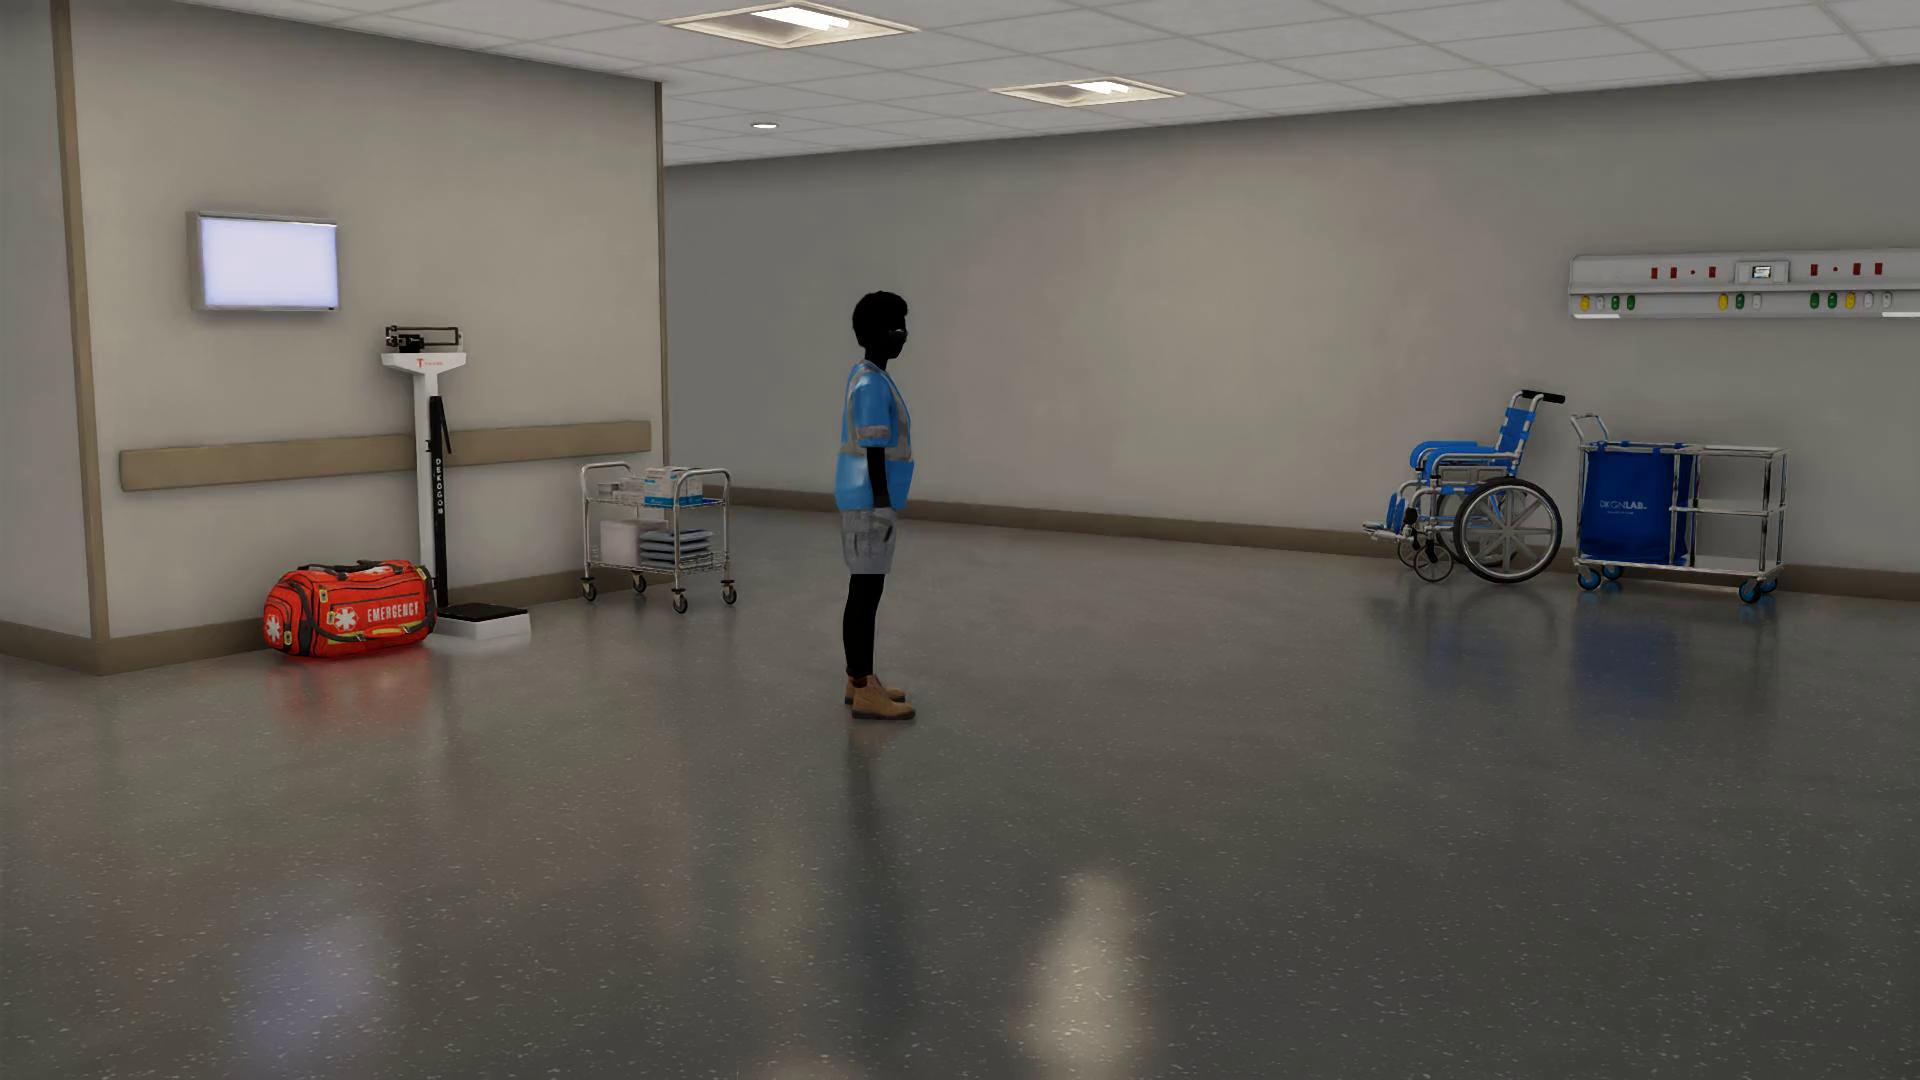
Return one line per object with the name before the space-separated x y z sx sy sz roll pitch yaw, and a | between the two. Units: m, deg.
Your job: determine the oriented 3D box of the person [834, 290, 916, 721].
person | -0.344 -0.142 6.655 0.322 1.699 0.535 -1 7 -5
